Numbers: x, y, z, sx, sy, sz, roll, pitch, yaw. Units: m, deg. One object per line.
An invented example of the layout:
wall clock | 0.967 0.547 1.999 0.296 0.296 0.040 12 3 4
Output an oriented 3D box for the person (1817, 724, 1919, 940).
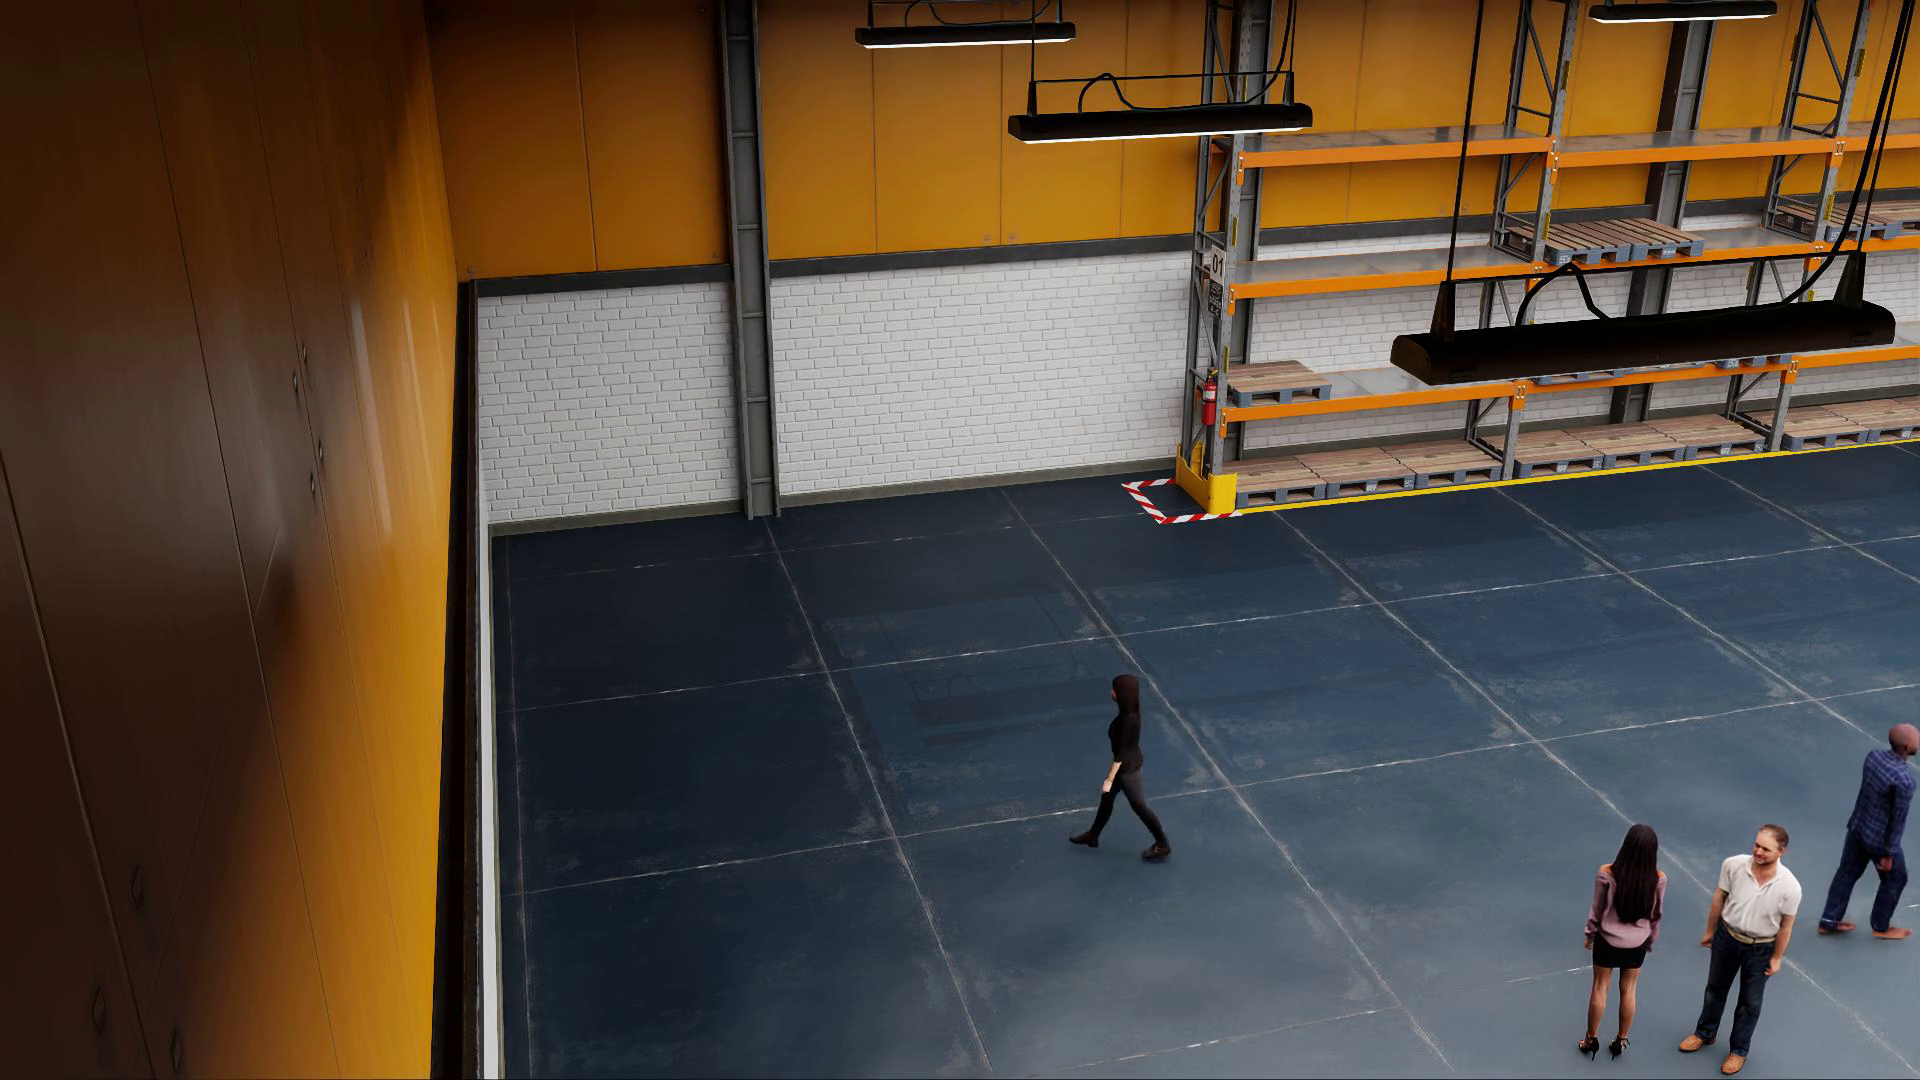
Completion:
person | 6.630 2.159 12.175 0.908 1.796 0.760 -4 24 -8

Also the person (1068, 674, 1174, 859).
person | 1.410 1.833 13.160 1.146 1.605 0.849 3 24 6

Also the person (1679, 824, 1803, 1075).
person | 5.200 2.650 10.976 0.728 1.856 0.749 -19 30 -36

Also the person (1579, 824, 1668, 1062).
person | 4.372 2.666 10.997 0.610 1.812 0.758 3 24 8
